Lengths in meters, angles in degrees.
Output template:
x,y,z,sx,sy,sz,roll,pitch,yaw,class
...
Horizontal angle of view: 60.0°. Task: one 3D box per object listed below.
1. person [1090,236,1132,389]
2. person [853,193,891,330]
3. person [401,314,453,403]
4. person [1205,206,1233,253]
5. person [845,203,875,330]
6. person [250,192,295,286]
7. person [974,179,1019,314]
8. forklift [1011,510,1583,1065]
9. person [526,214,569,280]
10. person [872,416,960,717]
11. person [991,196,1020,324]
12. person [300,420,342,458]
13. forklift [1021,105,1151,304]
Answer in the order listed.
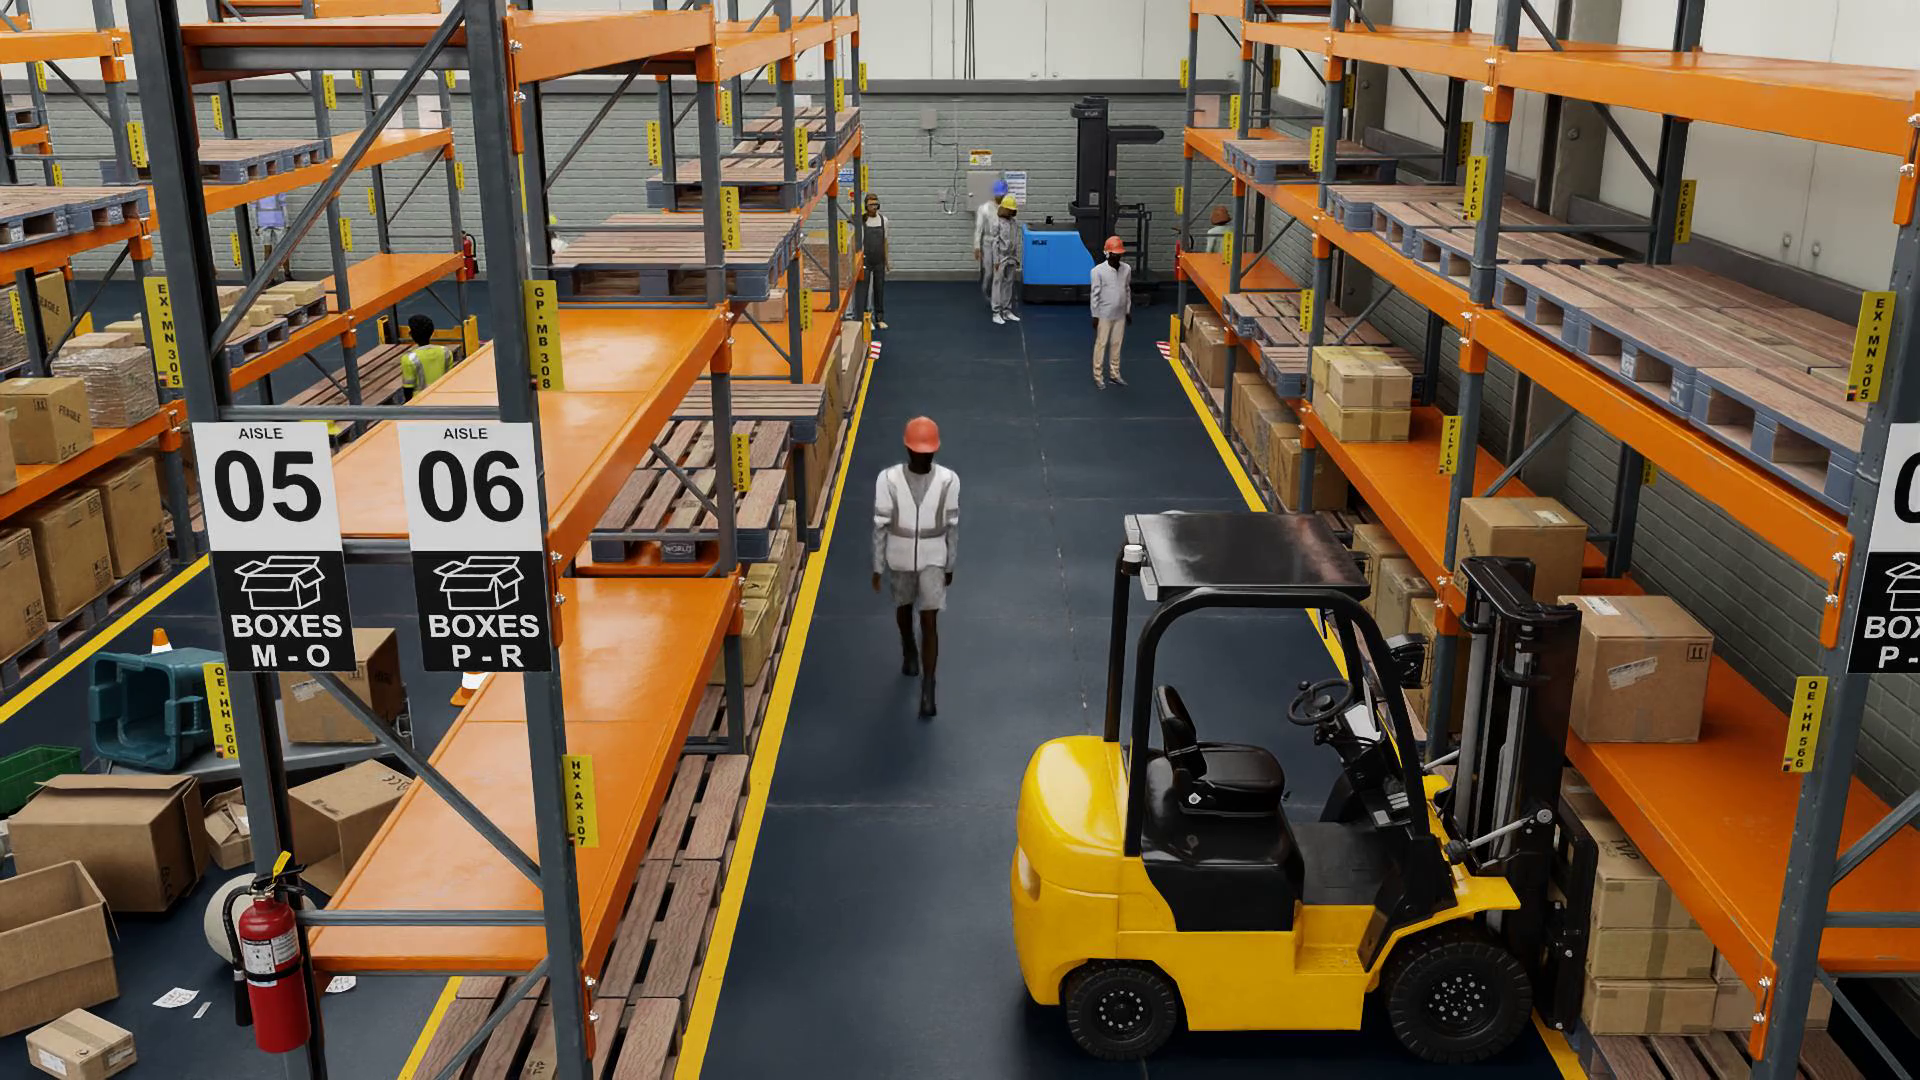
x,y,z,sx,sy,sz,roll,pitch,yaw,class
1.759,-2.627,19.201,0.573,1.750,0.332,-11,21,-31,person
-1.184,-3.745,22.437,0.513,1.845,0.333,-9,20,-24,person
-4.751,-1.183,14.931,0.320,1.693,0.534,13,22,34,person
3.571,-3.754,22.824,0.513,1.624,0.317,-11,21,-29,person
-1.351,-3.686,22.435,0.489,1.735,0.322,-3,19,-10,person
-10.719,-4.934,25.900,0.542,1.931,0.366,-5,19,-14,person
0.513,-4.206,23.742,0.646,1.905,0.729,-2,18,-5,person
1.387,1.055,7.378,2.313,2.155,1.214,0,18,0,forklift
-5.082,-3.170,20.789,0.604,1.790,0.941,2,18,6,person
-0.283,0.099,10.744,0.565,1.901,0.962,0,18,-1,person
0.649,-3.877,23.004,0.303,1.741,0.484,17,25,41,person
-4.356,-0.055,11.433,0.380,1.755,0.539,0,18,0,person
1.857,-4.944,24.441,1.873,2.768,1.129,0,18,0,forklift
